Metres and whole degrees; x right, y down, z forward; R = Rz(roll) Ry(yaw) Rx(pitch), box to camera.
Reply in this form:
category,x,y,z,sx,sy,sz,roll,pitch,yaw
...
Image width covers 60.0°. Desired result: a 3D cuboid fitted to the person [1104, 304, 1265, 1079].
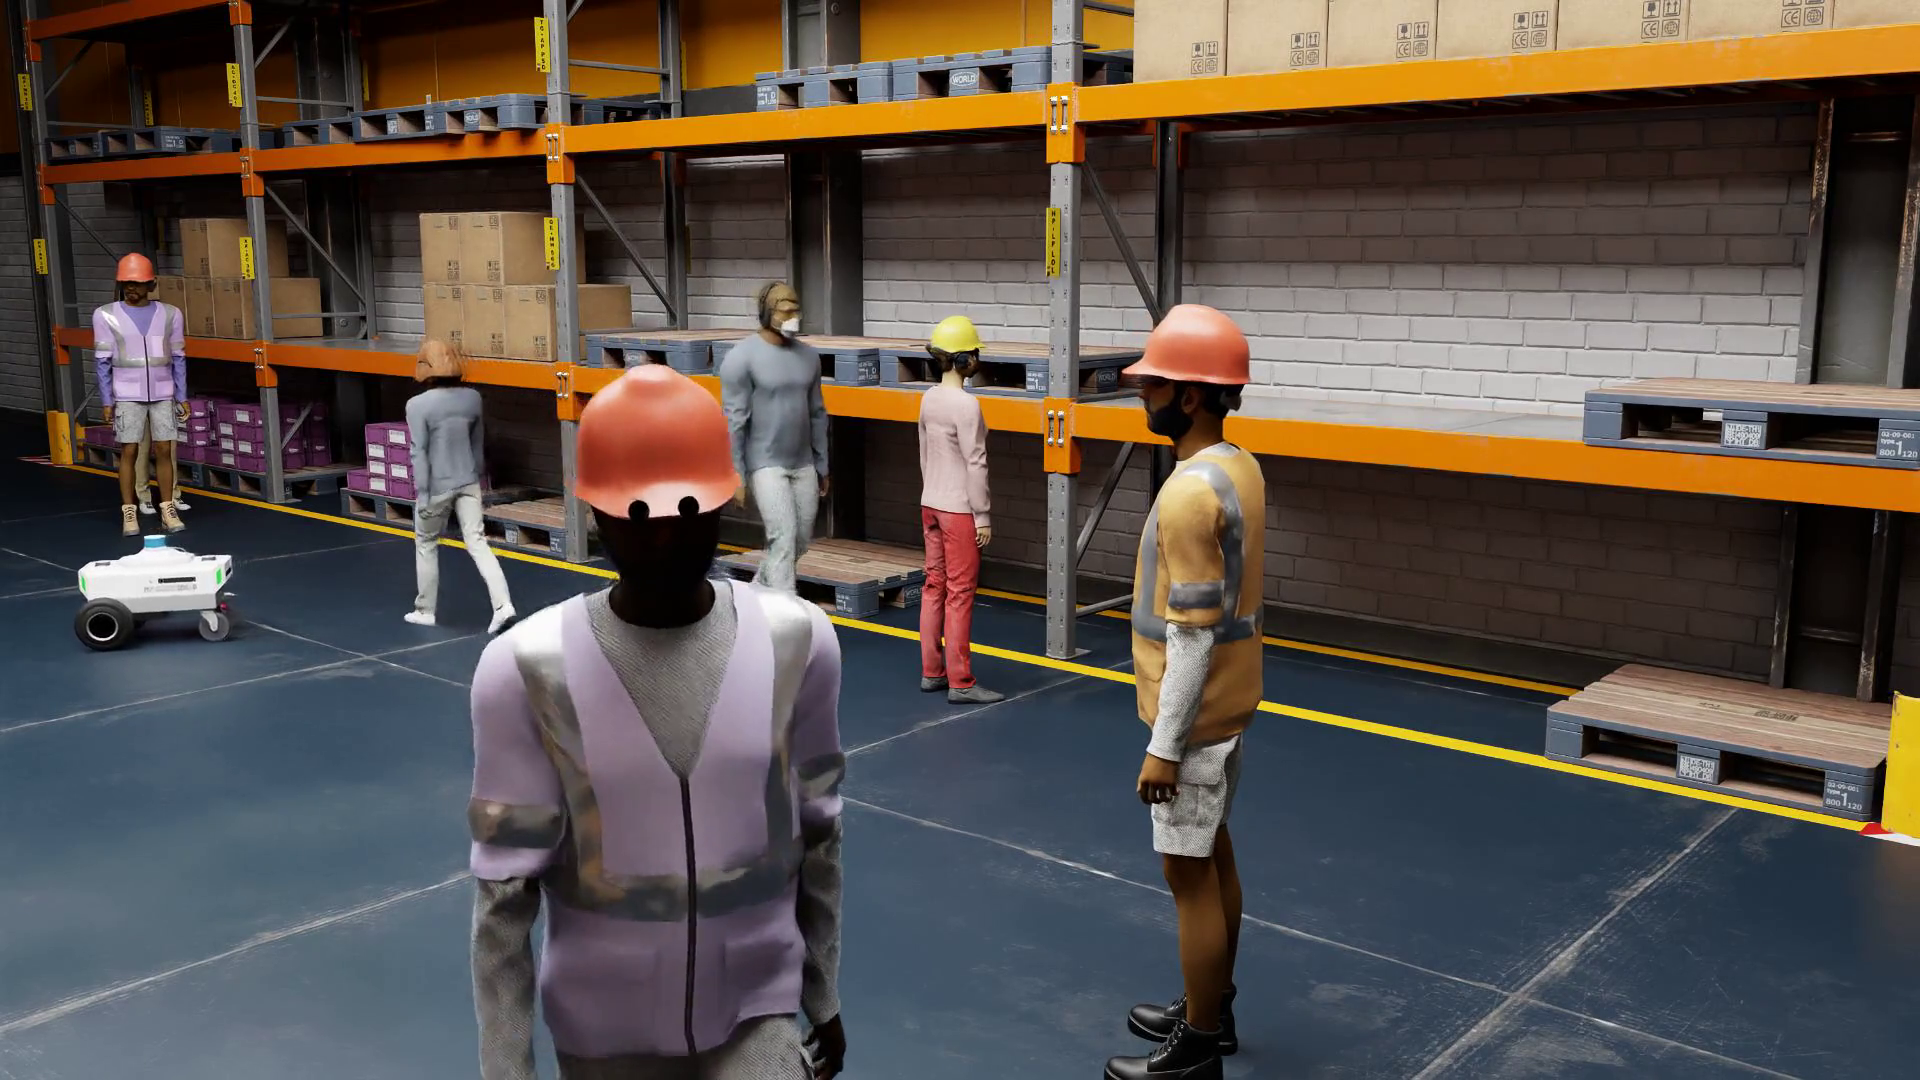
category,x,y,z,sx,sy,sz,roll,pitch,yaw
person,0.556,0.402,4.074,0.351,1.942,0.545,3,11,19

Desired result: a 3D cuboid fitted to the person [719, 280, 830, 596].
category,x,y,z,sx,sy,sz,roll,pitch,yaw
person,-0.936,-0.368,8.545,0.784,1.917,0.650,8,13,40

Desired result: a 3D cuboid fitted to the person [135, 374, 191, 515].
category,x,y,z,sx,sy,sz,roll,pitch,yaw
person,-6.323,-1.019,13.062,0.271,1.627,0.503,6,12,32

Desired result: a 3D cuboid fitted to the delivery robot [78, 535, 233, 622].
category,x,y,z,sx,sy,sz,roll,pitch,yaw
delivery robot,-4.241,0.216,8.799,0.707,0.478,0.477,-2,11,-15

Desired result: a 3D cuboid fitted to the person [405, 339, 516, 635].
category,x,y,z,sx,sy,sz,roll,pitch,yaw
person,-2.730,-0.288,8.973,0.831,1.598,0.502,8,13,38

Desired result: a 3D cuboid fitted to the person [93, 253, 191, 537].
category,x,y,z,sx,sy,sz,roll,pitch,yaw
person,-5.899,-1.047,12.057,0.609,2.036,0.403,-8,13,-37

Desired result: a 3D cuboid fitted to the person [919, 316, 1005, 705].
category,x,y,z,sx,sy,sz,roll,pitch,yaw
person,-0.014,-0.134,7.618,0.301,1.772,0.525,-5,11,-28

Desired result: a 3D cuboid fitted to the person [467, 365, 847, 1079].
category,x,y,z,sx,sy,sz,roll,pitch,yaw
person,-0.394,0.716,2.374,0.565,1.906,0.794,-3,10,-18
